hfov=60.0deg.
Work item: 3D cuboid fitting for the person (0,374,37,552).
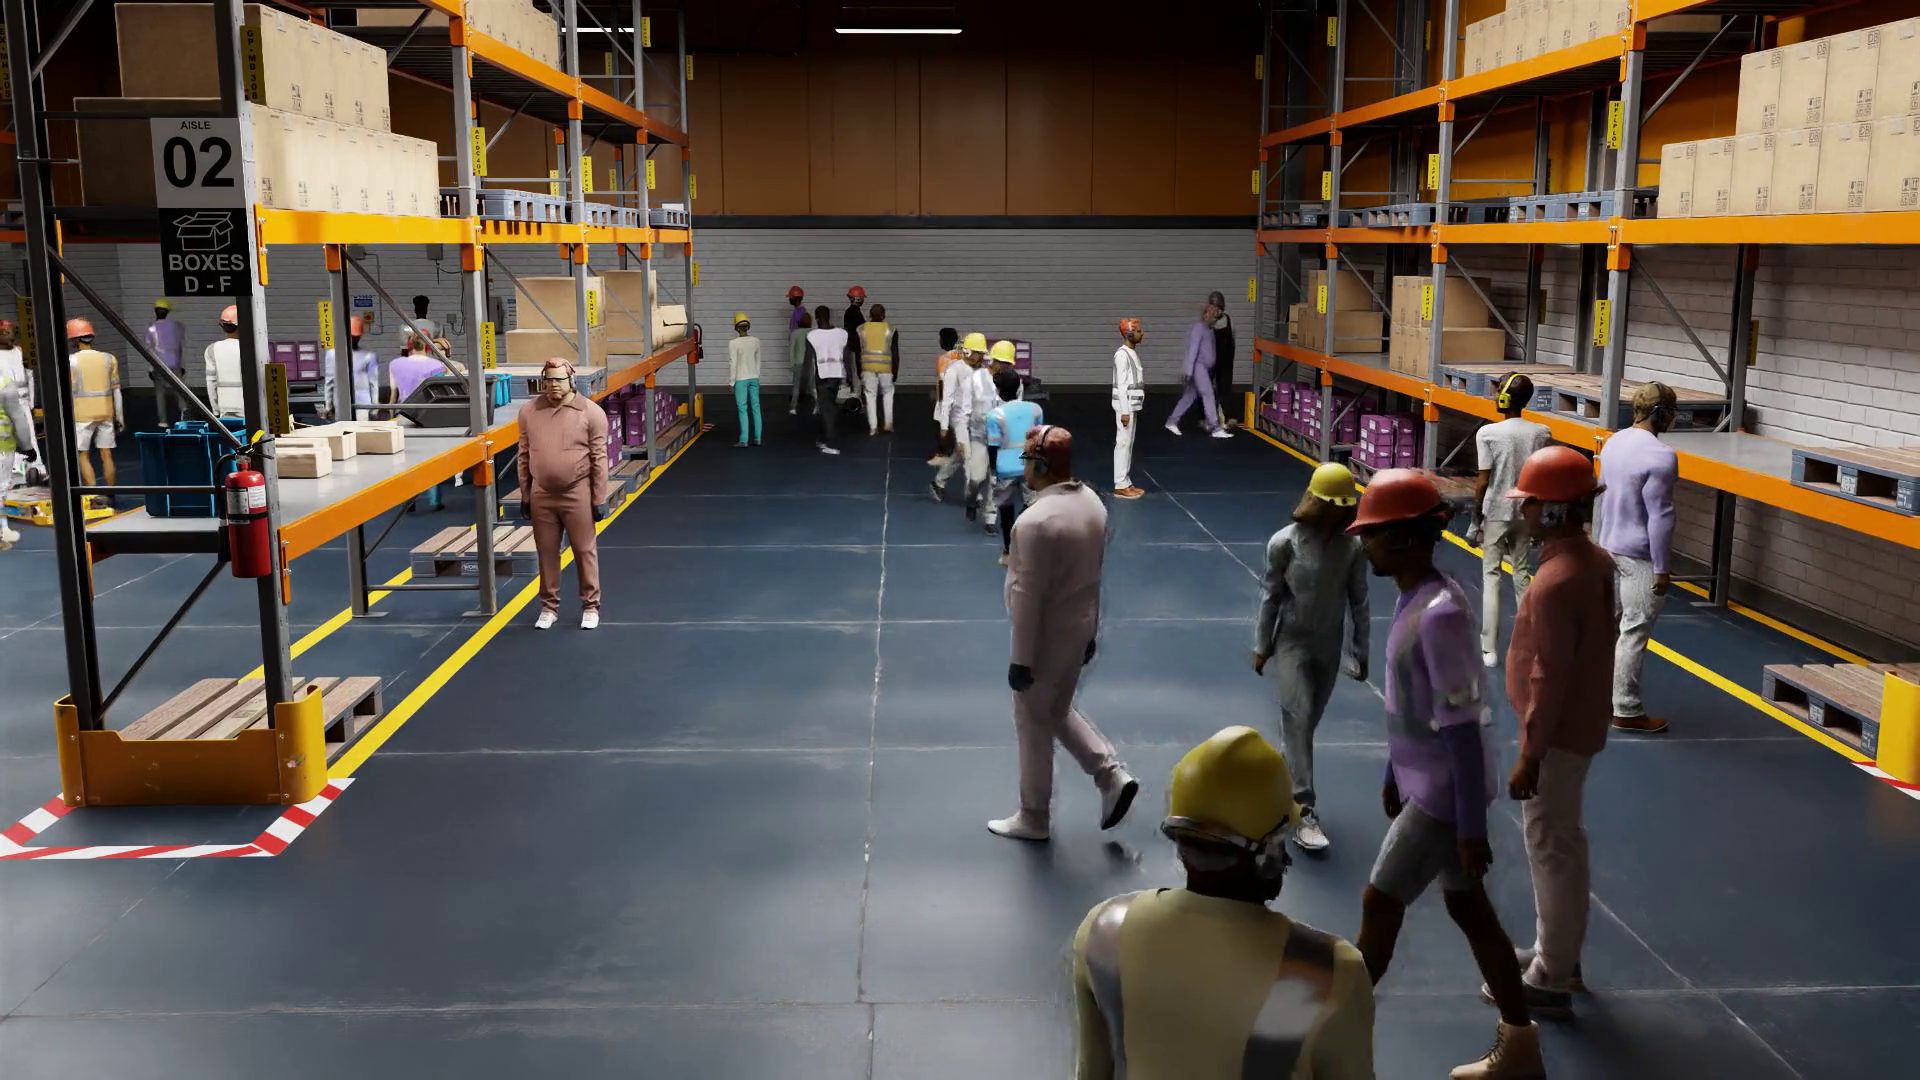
[{"bbox_3d":[-8.386,-0.817,14.542,0.630,1.819,0.761,2,10,10],"label":"person"}]

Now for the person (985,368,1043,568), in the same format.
[{"bbox_3d":[0.495,-0.556,13.478,0.570,1.666,0.657,-5,11,-24],"label":"person"}]

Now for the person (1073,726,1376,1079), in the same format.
[{"bbox_3d":[0.470,1.242,3.089,0.597,1.808,0.820,8,13,38],"label":"person"}]

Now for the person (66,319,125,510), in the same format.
[{"bbox_3d":[-8.567,-1.225,16.526,0.537,1.921,0.640,8,13,38],"label":"person"}]

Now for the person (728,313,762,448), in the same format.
[{"bbox_3d":[-2.814,-2.075,21.689,0.329,1.763,0.523,9,14,42],"label":"person"}]

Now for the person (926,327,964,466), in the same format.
[{"bbox_3d":[-0.061,-1.694,19.778,0.665,1.677,0.539,7,12,35],"label":"person"}]

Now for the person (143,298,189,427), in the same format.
[{"bbox_3d":[-11.364,-2.527,23.859,0.584,1.891,0.844,-9,13,-41],"label":"person"}]

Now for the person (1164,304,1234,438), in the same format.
[{"bbox_3d":[3.267,-2.322,22.892,1.012,1.838,0.718,4,11,20],"label":"person"}]

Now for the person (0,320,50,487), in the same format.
[{"bbox_3d":[-10.282,-1.462,18.068,0.999,1.824,0.595,7,12,35],"label":"person"}]

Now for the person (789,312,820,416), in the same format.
[{"bbox_3d":[-2.380,-2.717,25.707,0.522,1.595,0.609,-2,10,-14],"label":"person"}]

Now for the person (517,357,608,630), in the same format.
[{"bbox_3d":[-2.750,-0.313,11.505,0.635,1.900,0.401,1,10,7],"label":"person"}]

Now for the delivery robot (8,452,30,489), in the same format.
[{"bbox_3d":[-9.967,-0.754,17.423,0.477,0.478,0.707,-5,11,-24],"label":"delivery robot"}]

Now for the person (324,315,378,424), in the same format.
[{"bbox_3d":[-6.508,-1.463,17.875,0.570,1.909,0.745,0,10,-1],"label":"person"}]

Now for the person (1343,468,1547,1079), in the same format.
[{"bbox_3d":[1.414,0.772,5.226,1.013,1.970,0.670,3,10,14],"label":"person"}]

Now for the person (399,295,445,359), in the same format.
[{"bbox_3d":[-7.255,-2.328,22.522,0.615,1.964,0.361,-4,11,-23],"label":"person"}]

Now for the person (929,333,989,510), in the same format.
[{"bbox_3d":[-0.004,-1.222,16.909,0.886,1.792,0.605,8,13,37],"label":"person"}]

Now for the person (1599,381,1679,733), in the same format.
[{"bbox_3d":[3.716,0.091,9.147,0.356,1.931,0.630,-1,10,-7],"label":"person"}]

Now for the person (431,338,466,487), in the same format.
[{"bbox_3d":[-5.649,-1.393,18.225,0.523,1.638,0.310,0,10,-2],"label":"person"}]

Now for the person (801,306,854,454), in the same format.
[{"bbox_3d":[-1.737,-2.059,21.334,0.651,1.851,0.955,-6,12,-31],"label":"person"}]

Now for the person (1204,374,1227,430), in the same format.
[{"bbox_3d":[3.640,-2.375,23.775,0.444,1.608,0.534,-9,13,-40],"label":"person"}]

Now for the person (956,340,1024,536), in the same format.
[{"bbox_3d":[0.264,-0.936,15.246,0.651,1.792,0.570,-3,11,-16],"label":"person"}]

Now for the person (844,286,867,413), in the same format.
[{"bbox_3d":[-1.625,-2.986,26.106,0.375,1.996,0.611,-5,11,-24],"label":"person"}]

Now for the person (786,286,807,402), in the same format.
[{"bbox_3d":[-2.740,-3.291,27.974,0.362,1.934,0.551,0,10,-1],"label":"person"}]

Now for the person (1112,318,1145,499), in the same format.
[{"bbox_3d":[1.775,-1.382,17.480,0.349,1.884,0.584,3,11,15],"label":"person"}]

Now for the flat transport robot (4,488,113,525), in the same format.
[{"bbox_3d":[-8.980,-0.345,16.199,1.431,0.197,0.652,6,12,32],"label":"flat transport robot"}]

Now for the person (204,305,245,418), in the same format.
[{"bbox_3d":[-7.272,-1.340,16.803,0.609,2.044,0.393,2,10,10],"label":"person"}]

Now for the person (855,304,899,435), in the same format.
[{"bbox_3d":[-1.155,-2.397,23.336,0.630,1.821,0.698,0,10,2],"label":"person"}]

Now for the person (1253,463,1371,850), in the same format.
[{"bbox_3d":[1.621,0.508,7.429,0.500,1.697,0.823,-3,11,-17],"label":"person"}]

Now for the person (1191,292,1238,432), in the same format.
[{"bbox_3d":[3.616,-2.558,23.596,0.685,2.000,1.064,-1,10,-7],"label":"person"}]

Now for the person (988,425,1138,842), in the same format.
[{"bbox_3d":[0.437,0.434,7.335,0.589,1.890,0.663,6,12,30],"label":"person"}]

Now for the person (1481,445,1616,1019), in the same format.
[{"bbox_3d":[2.057,0.662,5.793,0.399,1.991,0.621,6,12,32],"label":"person"}]

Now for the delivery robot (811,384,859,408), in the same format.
[{"bbox_3d":[-1.947,-2.266,25.849,0.707,0.478,0.477,-3,11,-17],"label":"delivery robot"}]

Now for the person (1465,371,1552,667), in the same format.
[{"bbox_3d":[3.459,-0.129,10.526,0.531,1.875,0.316,-2,10,-9],"label":"person"}]

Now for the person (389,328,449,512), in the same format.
[{"bbox_3d":[-5.330,-1.173,16.458,0.620,1.834,0.487,-2,10,-9],"label":"person"}]
